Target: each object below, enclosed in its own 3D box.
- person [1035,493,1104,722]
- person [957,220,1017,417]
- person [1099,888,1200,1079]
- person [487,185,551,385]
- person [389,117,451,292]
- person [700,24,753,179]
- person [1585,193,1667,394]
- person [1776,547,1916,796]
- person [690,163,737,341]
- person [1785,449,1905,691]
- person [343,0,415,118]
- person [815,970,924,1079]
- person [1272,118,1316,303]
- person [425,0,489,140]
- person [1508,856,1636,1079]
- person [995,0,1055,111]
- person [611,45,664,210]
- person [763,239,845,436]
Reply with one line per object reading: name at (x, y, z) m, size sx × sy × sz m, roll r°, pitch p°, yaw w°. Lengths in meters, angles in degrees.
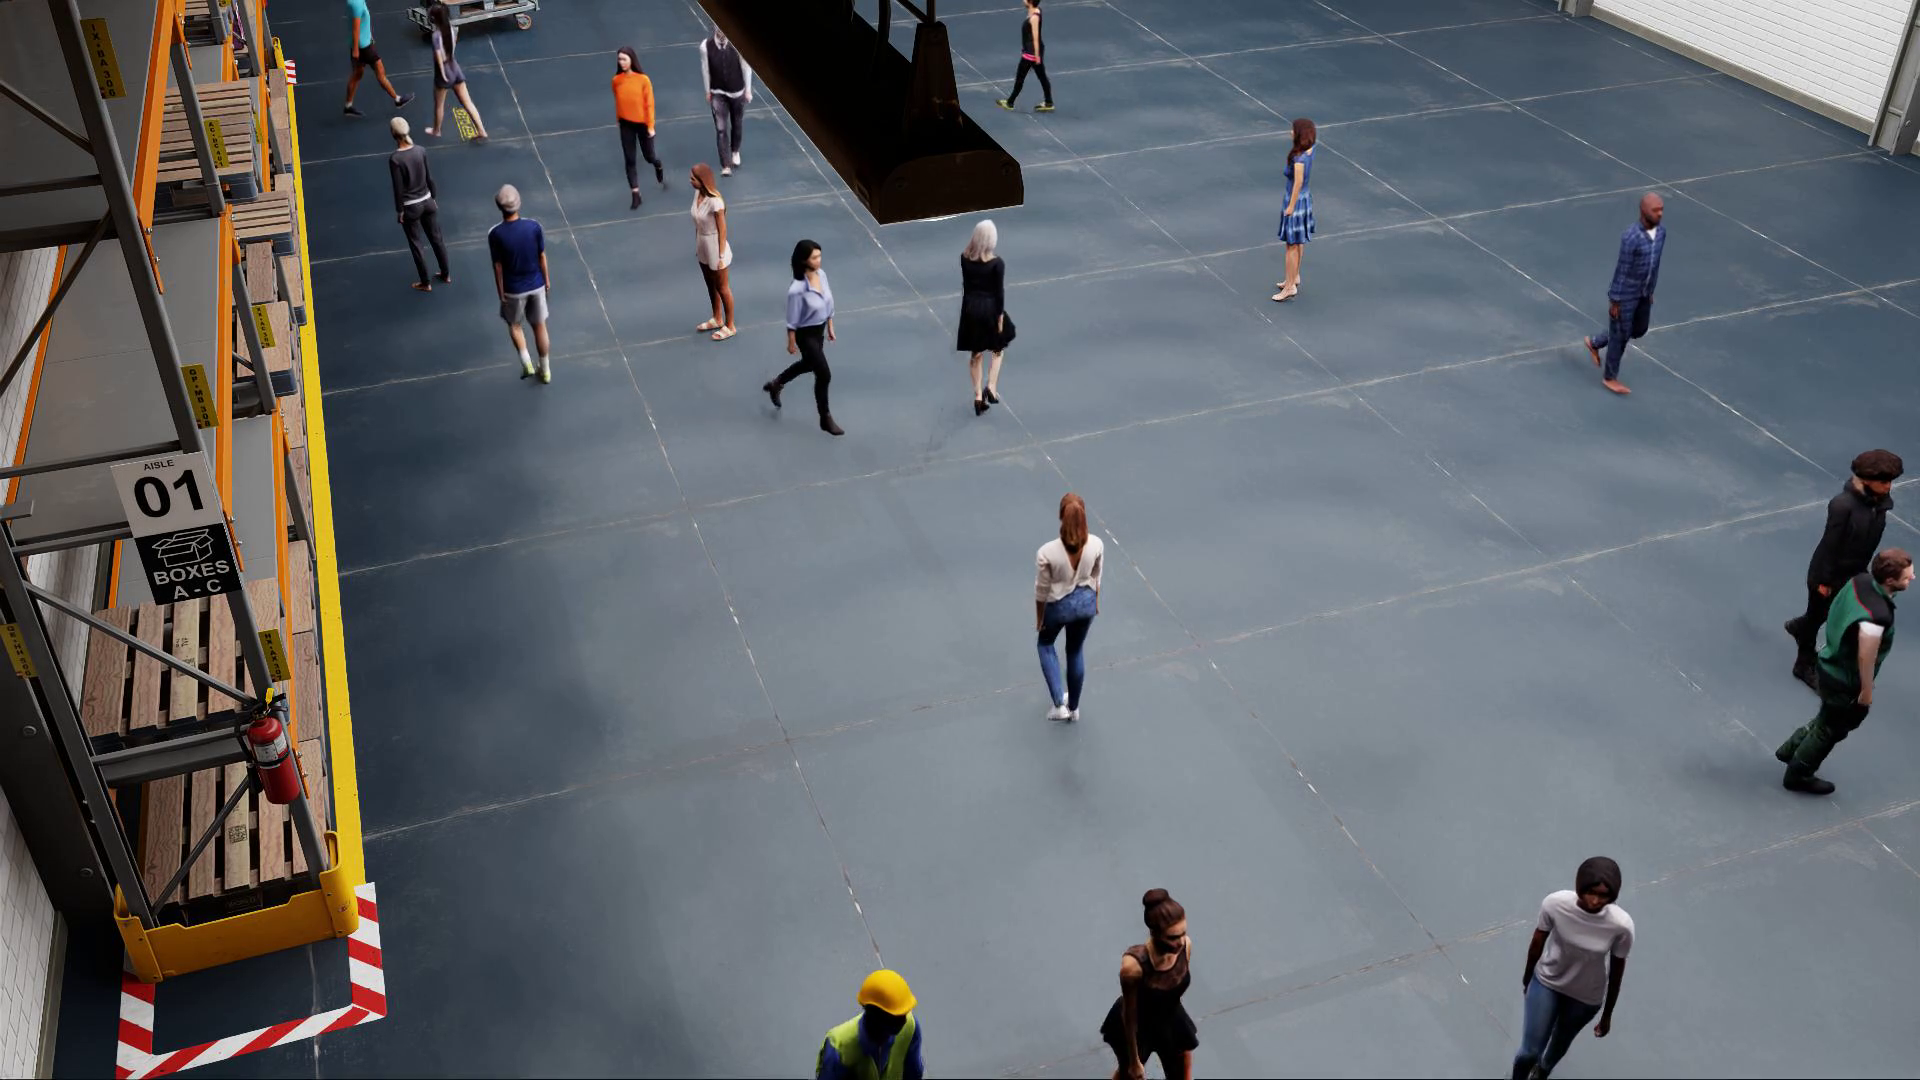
person at (0.716, 0.501, 10.575) m, size 0.663 × 1.708 × 0.727 m, roll -7°, pitch 34°, yaw -10°
person at (0.151, -1.841, 14.073) m, size 0.769 × 1.736 × 0.829 m, roll 15°, pitch 36°, yaw 21°
person at (0.855, 2.264, 7.963) m, size 0.611 × 1.663 × 0.720 m, roll -16°, pitch 37°, yaw -22°
person at (-3.782, -2.174, 14.494) m, size 0.654 × 1.824 × 0.684 m, roll -14°, pitch 36°, yaw -20°
person at (-5.321, -3.296, 16.271) m, size 0.697 × 1.726 × 0.692 m, roll 24°, pitch 40°, yaw 31°
person at (-2.622, -5.074, 18.899) m, size 0.909 × 1.778 × 1.252 m, roll -3°, pitch 34°, yaw -5°
person at (5.812, -2.205, 14.557) m, size 0.774 × 1.806 × 0.936 m, roll -19°, pitch 38°, yaw -26°
person at (5.264, 0.789, 10.030) m, size 0.851 × 1.831 × 0.775 m, roll 7°, pitch 34°, yaw 10°
person at (-2.284, -2.685, 15.380) m, size 0.689 × 1.695 × 0.574 m, roll -23°, pitch 40°, yaw -30°
person at (5.798, 0.145, 11.060) m, size 0.629 × 1.764 × 0.782 m, roll -10°, pitch 35°, yaw -15°
person at (-7.421, -6.031, 20.388) m, size 0.776 × 1.723 × 1.047 m, roll -8°, pitch 34°, yaw -12°
person at (-0.494, 2.546, 7.430) m, size 0.819 × 1.783 × 0.885 m, roll -23°, pitch 40°, yaw -30°
person at (3.222, -3.185, 16.031) m, size 0.814 × 1.805 × 0.734 m, roll 11°, pitch 35°, yaw 17°
person at (-5.964, -5.482, 19.670) m, size 1.107 × 1.604 × 1.034 m, roll 15°, pitch 36°, yaw 21°
person at (2.969, 2.137, 8.115) m, size 0.754 × 1.707 × 0.817 m, roll 11°, pitch 35°, yaw 16°
person at (0.985, -6.047, 20.596) m, size 0.911 × 1.520 × 0.971 m, roll 7°, pitch 34°, yaw 10°
person at (-3.489, -4.517, 18.103) m, size 0.913 × 1.732 × 1.071 m, roll 6°, pitch 34°, yaw 10°
person at (-1.332, -1.709, 13.898) m, size 1.159 × 1.710 × 1.073 m, roll 16°, pitch 37°, yaw 23°
